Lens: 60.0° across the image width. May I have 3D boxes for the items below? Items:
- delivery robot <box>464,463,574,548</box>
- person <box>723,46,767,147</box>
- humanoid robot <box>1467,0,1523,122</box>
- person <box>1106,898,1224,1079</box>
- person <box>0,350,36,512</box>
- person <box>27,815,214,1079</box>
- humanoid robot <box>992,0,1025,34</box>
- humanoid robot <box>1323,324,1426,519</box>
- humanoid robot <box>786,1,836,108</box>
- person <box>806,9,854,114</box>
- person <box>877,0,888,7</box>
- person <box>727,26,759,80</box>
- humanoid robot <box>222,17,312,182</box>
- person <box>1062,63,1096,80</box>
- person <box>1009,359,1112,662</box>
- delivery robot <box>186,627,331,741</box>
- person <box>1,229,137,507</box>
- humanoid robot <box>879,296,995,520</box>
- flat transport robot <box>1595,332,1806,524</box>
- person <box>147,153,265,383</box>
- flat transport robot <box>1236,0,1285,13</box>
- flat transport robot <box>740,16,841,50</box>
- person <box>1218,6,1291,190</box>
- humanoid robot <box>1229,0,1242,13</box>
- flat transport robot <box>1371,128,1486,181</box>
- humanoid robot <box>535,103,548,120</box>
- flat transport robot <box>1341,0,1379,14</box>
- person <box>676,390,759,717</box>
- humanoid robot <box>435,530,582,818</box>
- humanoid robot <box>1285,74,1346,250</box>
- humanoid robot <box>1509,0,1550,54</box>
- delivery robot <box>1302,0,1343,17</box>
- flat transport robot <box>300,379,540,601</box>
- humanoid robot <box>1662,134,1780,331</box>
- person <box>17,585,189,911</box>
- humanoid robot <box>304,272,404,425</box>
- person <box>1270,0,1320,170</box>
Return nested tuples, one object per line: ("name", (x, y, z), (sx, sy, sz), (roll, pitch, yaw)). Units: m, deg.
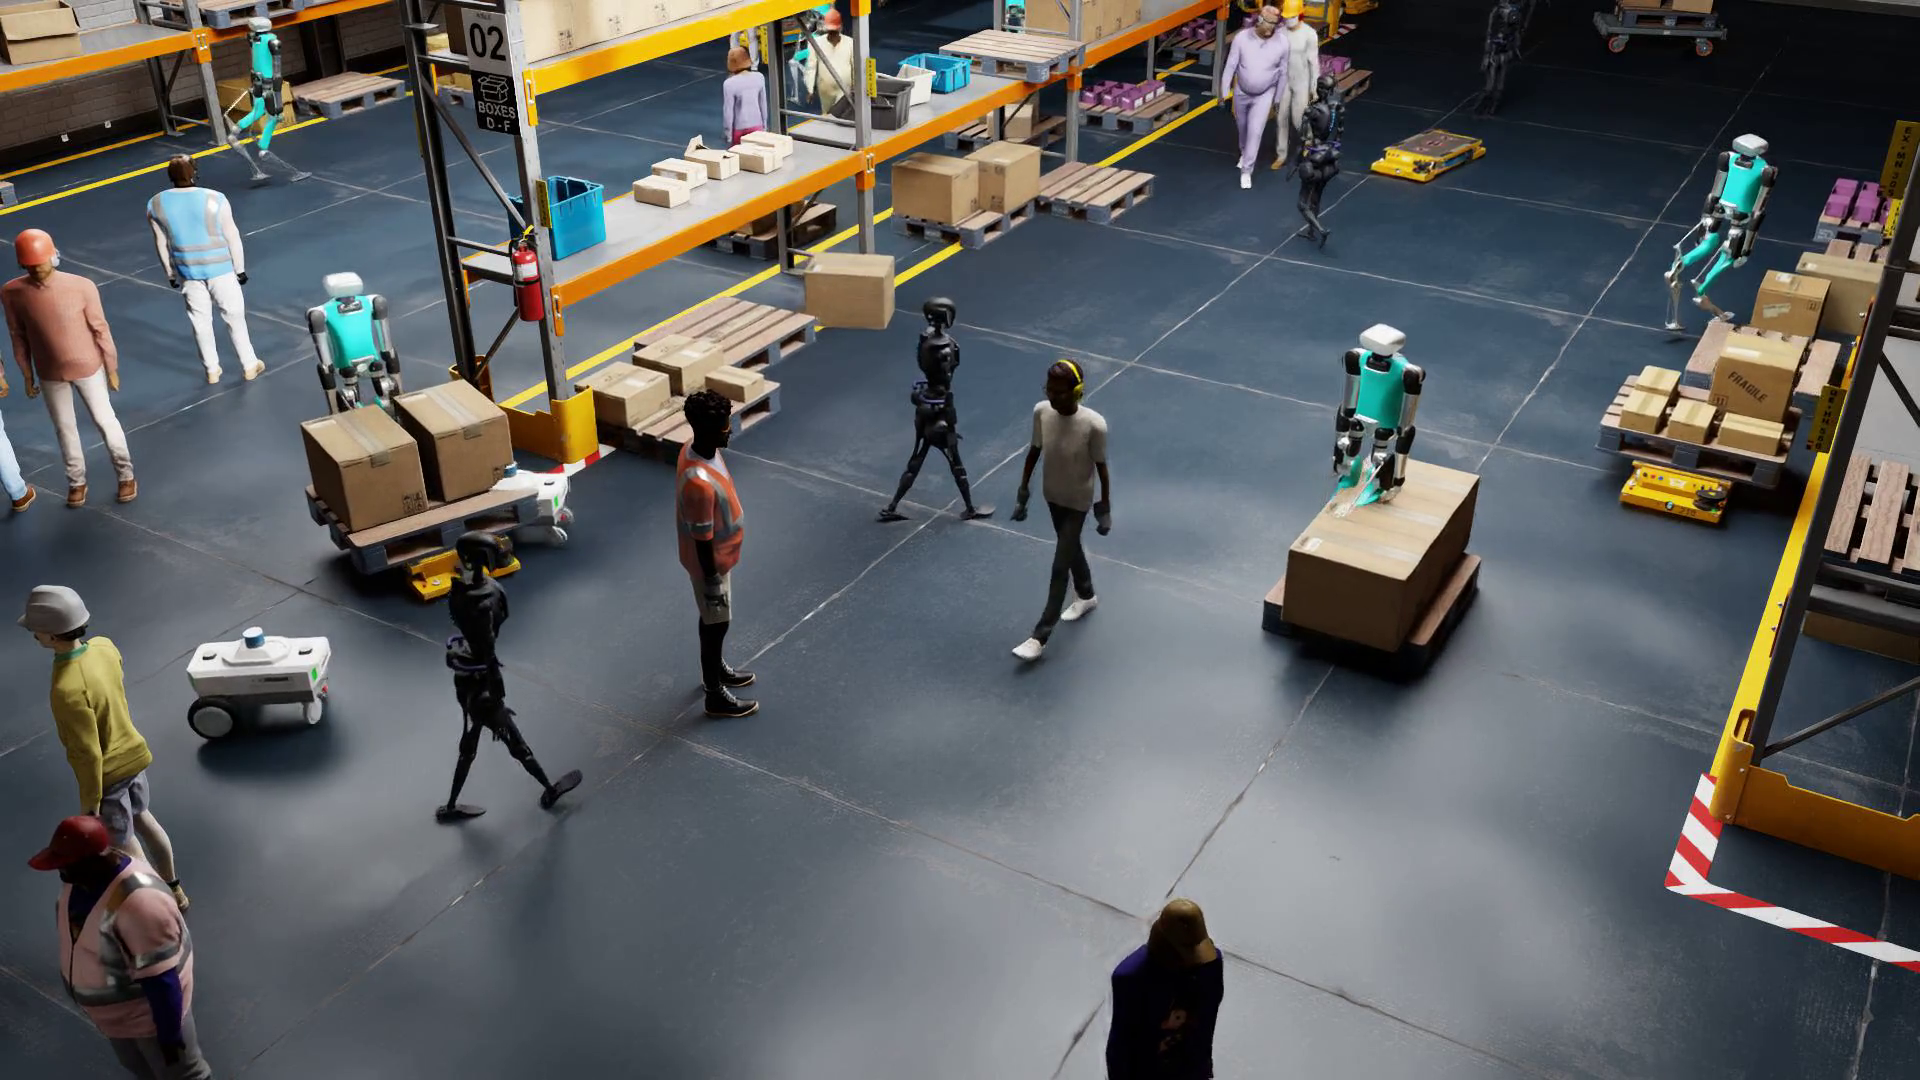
("delivery robot", (-3.006, -0.231, 11.074), (0.788, 0.610, 0.499), (-1, 29, -1))
("person", (-2.191, -4.226, 17.040), (0.505, 1.627, 0.294), (-21, 36, -33))
("humanoid robot", (6.427, -5.836, 19.845), (0.601, 1.648, 0.452), (-17, 34, -28))
("person", (0.760, 1.980, 6.099), (0.476, 1.589, 0.818), (-7, 30, -13))
("person", (-6.693, -1.071, 11.086), (0.612, 1.994, 0.379), (-13, 32, -21))
("person", (-3.139, 1.757, 6.333), (0.621, 1.750, 0.420), (17, 34, 27))
("humanoid robot", (0.672, -6.192, 20.361), (0.531, 1.745, 0.736), (-2, 30, -4))
("humanoid robot", (2.367, -0.342, 10.153), (0.736, 1.890, 0.544), (-24, 37, -35))
("humanoid robot", (-1.899, -6.081, 20.274), (1.051, 1.778, 0.548), (-24, 37, -36))
("person", (-1.393, -4.985, 18.304), (0.589, 1.704, 0.852), (-1, 29, -1))
("person", (-1.194, -9.198, 25.553), (0.635, 1.906, 0.902), (-4, 30, -7))
("person", (-2.824, -6.958, 21.543), (0.488, 1.953, 0.418), (3, 30, 5))
("humanoid robot", (-7.430, -4.559, 17.532), (0.546, 1.776, 0.882), (23, 37, 35))
("person", (1.594, -7.000, 21.756), (0.538, 1.817, 0.827), (23, 37, 35))
("person", (0.568, -0.203, 9.728), (0.558, 1.816, 0.974), (24, 37, 35))
("delivery robot", (-3.925, 0.766, 9.306), (0.776, 0.604, 0.522), (-3, 30, -5))
("person", (-6.026, -1.155, 11.249), (0.618, 1.986, 0.404), (-6, 30, -10))
("humanoid robot", (-0.162, -0.860, 11.090), (0.791, 1.633, 0.584), (-8, 31, -14))
("flat transport robot", (5.235, -0.556, 11.926), (0.659, 0.231, 1.431), (16, 33, 27))
("person", (-5.945, -2.129, 13.110), (0.623, 1.844, 0.431), (-5, 30, -8))
("flat transport robot", (5.017, -8.270, 25.571), (1.431, 0.231, 0.659), (-3, 30, -5))
("flat transport robot", (-2.472, -7.239, 23.748), (1.431, 0.231, 0.659), (-22, 36, -34))
("person", (3.150, -4.793, 17.808), (0.674, 1.851, 0.978), (9, 31, 16))
("humanoid robot", (4.213, -8.901, 25.265), (0.589, 1.630, 0.452), (25, 38, 37))
("flat transport robot", (5.242, -4.297, 18.543), (0.659, 0.231, 1.431), (24, 37, 36))
("humanoid robot", (-5.267, -5.773, 19.698), (0.539, 1.794, 0.807), (20, 35, 31))
("flat transport robot", (5.684, -8.374, 25.755), (1.431, 0.231, 0.659), (23, 37, 34))
("person", (-1.346, 0.079, 9.093), (0.372, 1.959, 0.595), (-4, 30, -6))
("humanoid robot", (-2.376, 0.678, 8.359), (0.746, 1.624, 0.608), (-14, 32, -23))
("humanoid robot", (3.479, -3.624, 15.930), (0.600, 1.637, 0.589), (-16, 33, -27))
("humanoid robot", (7.806, -7.479, 22.754), (0.611, 1.643, 0.362), (-4, 30, -7))
("delivery robot", (5.400, -8.157, 25.050), (0.739, 0.564, 0.499), (12, 32, 21))
("flat transport robot", (-3.526, -0.053, 11.035), (0.659, 0.231, 1.431), (-21, 35, -32))
("humanoid robot", (6.256, -2.466, 13.834), (1.045, 1.751, 0.558), (-16, 33, -27))
("person", (-3.830, 1.022, 7.490), (0.385, 1.892, 0.472), (-2, 30, -4))
("humanoid robot", (-3.830, -0.845, 10.945), (0.539, 1.744, 0.942), (-23, 37, -34))
("person", (3.669, -4.990, 18.154), (0.602, 1.865, 0.637), (20, 35, 32))
